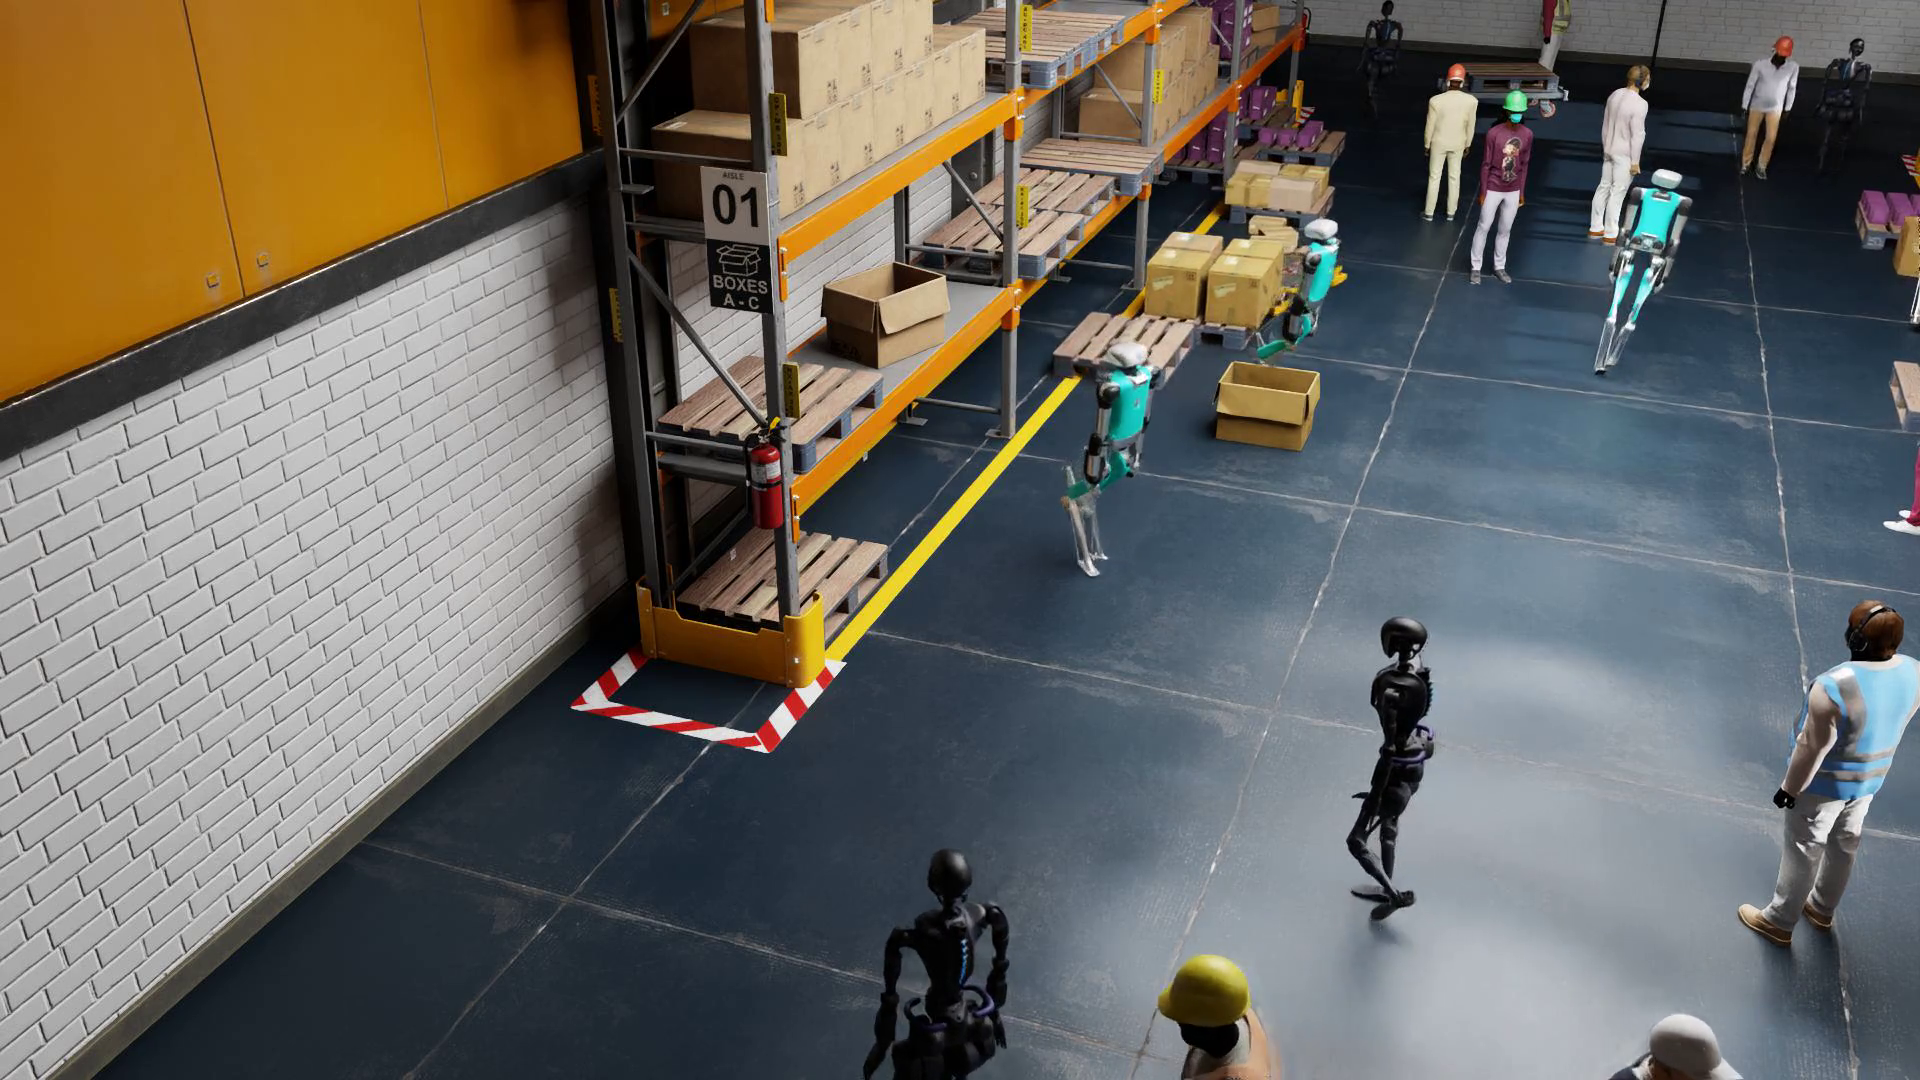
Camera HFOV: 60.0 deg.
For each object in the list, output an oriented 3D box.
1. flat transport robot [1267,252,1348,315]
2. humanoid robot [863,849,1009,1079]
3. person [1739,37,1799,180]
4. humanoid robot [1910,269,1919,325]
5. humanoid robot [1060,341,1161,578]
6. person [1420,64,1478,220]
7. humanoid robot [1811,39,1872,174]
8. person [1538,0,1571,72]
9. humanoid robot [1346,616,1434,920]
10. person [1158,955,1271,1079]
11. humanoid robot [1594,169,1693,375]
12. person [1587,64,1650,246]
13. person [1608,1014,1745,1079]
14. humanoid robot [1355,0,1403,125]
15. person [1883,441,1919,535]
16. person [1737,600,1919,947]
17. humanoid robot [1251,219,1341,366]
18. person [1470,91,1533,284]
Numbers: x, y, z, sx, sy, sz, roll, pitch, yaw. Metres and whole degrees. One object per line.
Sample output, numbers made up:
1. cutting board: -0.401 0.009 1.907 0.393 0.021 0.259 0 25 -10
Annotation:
1. flat transport robot: 3.276 -2.599 16.791 0.659 0.231 1.431 21 34 35
2. humanoid robot: -0.097 1.907 6.524 0.612 1.633 0.380 -12 30 -22
3. person: 9.939 -5.331 20.500 0.596 1.711 0.673 9 29 17
4. humanoid robot: 9.252 -2.830 15.497 0.533 1.672 0.735 10 29 19
5. humanoid robot: 0.902 -0.538 11.220 0.548 1.806 0.801 -25 36 -39
6. person: 5.529 -4.501 18.860 0.560 1.751 0.323 0 27 1
7. humanoid robot: 11.005 -5.429 20.777 0.610 1.637 0.725 22 34 36
8. person: 8.828 -7.568 24.731 0.430 1.832 0.632 17 32 30
9. humanoid robot: 2.138 1.104 8.070 0.374 1.642 0.609 13 30 24
10. person: 0.905 2.178 5.740 0.536 1.901 0.612 5 28 10
11. humanoid robot: 5.953 -2.270 14.622 0.567 1.825 0.913 14 30 25
12. person: 7.163 -4.170 18.019 0.353 1.937 0.634 -6 28 -11
13. person: 2.365 2.325 5.630 0.802 1.733 0.718 -15 31 -26
14. humanoid robot: 5.853 -6.645 23.176 0.612 1.647 0.764 -2 27 -4
15. person: 6.977 -0.812 11.844 0.500 1.628 0.287 -24 35 -38
16. person: 4.131 1.110 7.883 0.624 1.844 0.429 -10 29 -19
17. humanoid robot: 2.642 -1.789 13.623 0.808 1.789 0.598 16 31 28
18. person: 5.484 -3.574 16.850 0.494 1.951 0.419 -2 27 -5
